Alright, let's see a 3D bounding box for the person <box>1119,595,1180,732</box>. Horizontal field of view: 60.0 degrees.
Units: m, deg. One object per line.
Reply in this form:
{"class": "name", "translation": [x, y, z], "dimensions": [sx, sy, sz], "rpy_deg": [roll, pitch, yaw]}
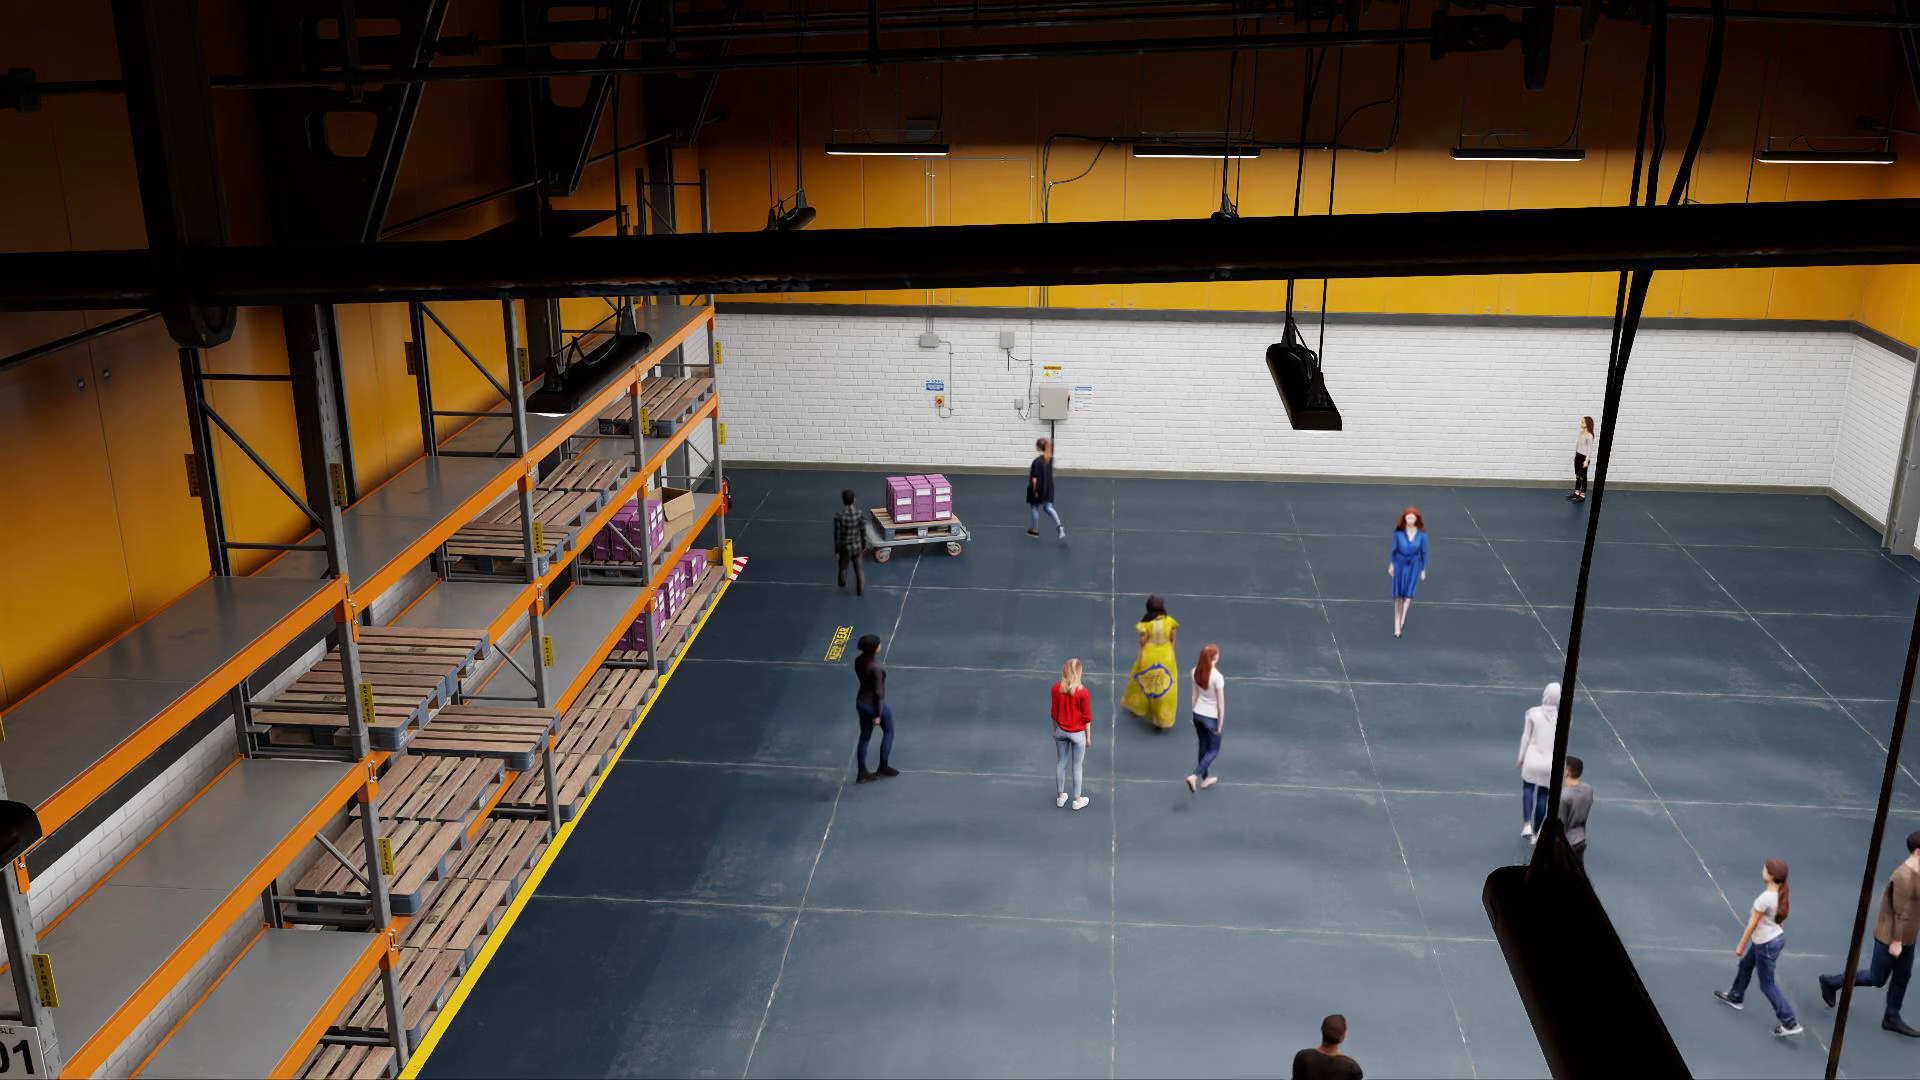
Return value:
{"class": "person", "translation": [2.336, 1.479, 19.654], "dimensions": [0.914, 1.631, 1.078], "rpy_deg": [-2, 19, -6]}

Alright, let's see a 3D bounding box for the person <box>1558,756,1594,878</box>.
{"class": "person", "translation": [5.682, 2.868, 15.387], "dimensions": [0.954, 1.722, 1.158], "rpy_deg": [-8, 20, -22]}

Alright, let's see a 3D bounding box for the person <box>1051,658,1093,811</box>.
{"class": "person", "translation": [1.184, 2.068, 17.789], "dimensions": [0.679, 1.705, 0.639], "rpy_deg": [9, 21, 26]}

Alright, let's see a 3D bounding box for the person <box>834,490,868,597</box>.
{"class": "person", "translation": [-1.554, 0.136, 24.148], "dimensions": [0.963, 1.682, 1.152], "rpy_deg": [-6, 20, -18]}

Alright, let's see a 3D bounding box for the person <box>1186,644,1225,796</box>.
{"class": "person", "translation": [2.638, 1.970, 18.050], "dimensions": [0.876, 1.724, 0.997], "rpy_deg": [15, 24, 38]}

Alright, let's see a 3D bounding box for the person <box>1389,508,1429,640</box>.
{"class": "person", "translation": [6.074, 0.419, 22.565], "dimensions": [0.771, 1.782, 1.164], "rpy_deg": [5, 19, 14]}

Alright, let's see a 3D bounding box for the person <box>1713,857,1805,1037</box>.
{"class": "person", "translation": [6.851, 3.433, 14.006], "dimensions": [0.987, 1.532, 1.074], "rpy_deg": [-14, 23, -36]}

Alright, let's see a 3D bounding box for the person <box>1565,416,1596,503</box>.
{"class": "person", "translation": [10.648, -1.395, 28.418], "dimensions": [0.651, 1.485, 0.519], "rpy_deg": [-4, 19, -11]}

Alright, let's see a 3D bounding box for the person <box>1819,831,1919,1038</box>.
{"class": "person", "translation": [7.765, 3.274, 13.959], "dimensions": [1.097, 1.864, 1.081], "rpy_deg": [17, 25, 40]}

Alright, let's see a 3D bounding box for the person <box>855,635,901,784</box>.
{"class": "person", "translation": [-1.053, 1.878, 18.309], "dimensions": [0.872, 1.733, 0.812], "rpy_deg": [-15, 24, -38]}

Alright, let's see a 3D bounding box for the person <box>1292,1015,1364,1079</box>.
{"class": "person", "translation": [2.490, 4.139, 11.504], "dimensions": [0.777, 1.792, 0.772], "rpy_deg": [8, 20, 22]}

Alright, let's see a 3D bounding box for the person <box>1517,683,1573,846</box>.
{"class": "person", "translation": [5.918, 2.318, 16.951], "dimensions": [0.732, 1.766, 0.768], "rpy_deg": [8, 20, 22]}

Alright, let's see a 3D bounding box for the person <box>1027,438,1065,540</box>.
{"class": "person", "translation": [1.366, -0.779, 26.310], "dimensions": [0.998, 1.663, 1.079], "rpy_deg": [-14, 23, -36]}
